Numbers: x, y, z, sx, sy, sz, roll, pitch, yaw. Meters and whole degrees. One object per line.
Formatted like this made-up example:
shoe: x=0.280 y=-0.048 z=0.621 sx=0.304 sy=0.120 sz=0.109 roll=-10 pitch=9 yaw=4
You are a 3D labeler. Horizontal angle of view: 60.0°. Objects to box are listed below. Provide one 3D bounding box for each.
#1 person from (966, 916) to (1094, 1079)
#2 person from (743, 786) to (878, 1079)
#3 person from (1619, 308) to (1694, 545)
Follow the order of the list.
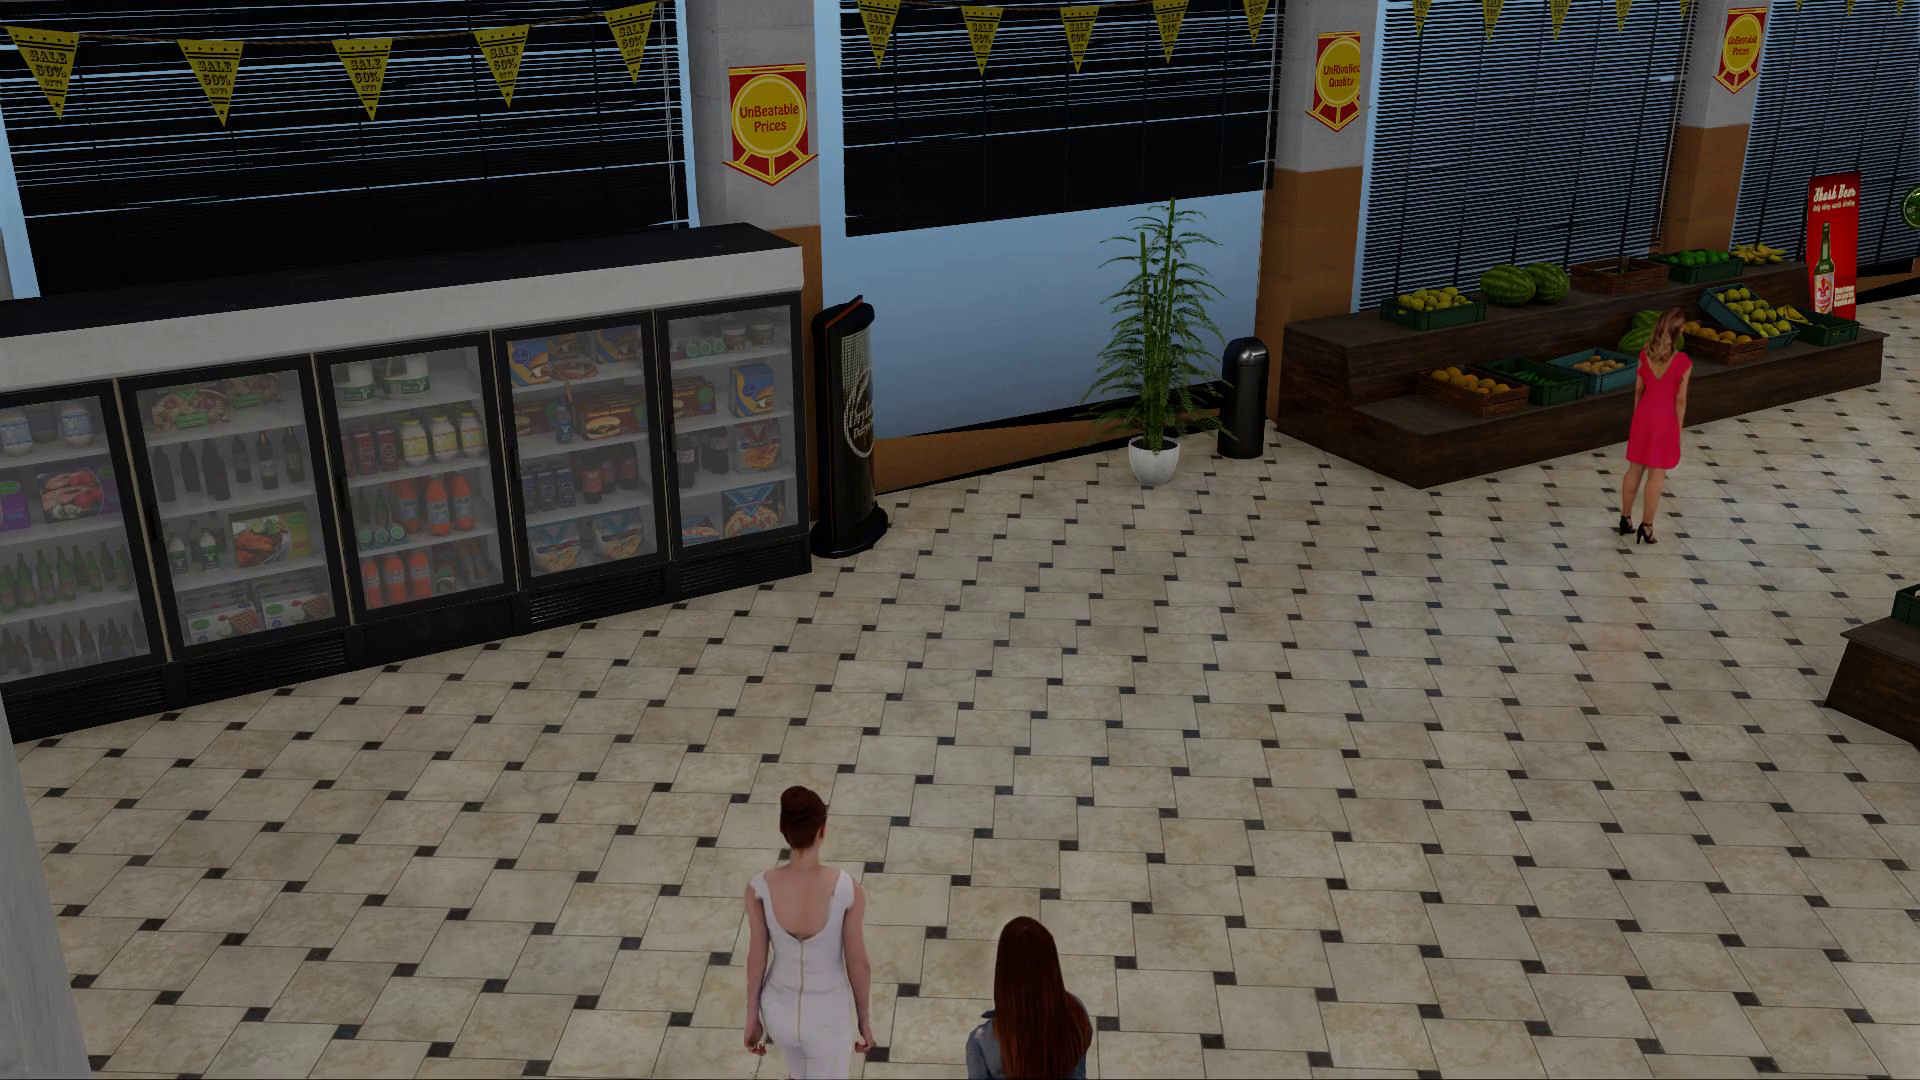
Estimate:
person: x=0.206 y=1.915 z=5.138 sx=0.480 sy=1.702 sz=0.696 roll=-15 pitch=26 yaw=-33
person: x=-0.548 y=1.706 z=5.584 sx=1.045 sy=1.757 sz=1.078 roll=4 pitch=22 yaw=11
person: x=4.974 y=-0.818 z=11.906 sx=0.537 sy=1.727 sz=0.568 roll=-14 pitch=26 yaw=-30
